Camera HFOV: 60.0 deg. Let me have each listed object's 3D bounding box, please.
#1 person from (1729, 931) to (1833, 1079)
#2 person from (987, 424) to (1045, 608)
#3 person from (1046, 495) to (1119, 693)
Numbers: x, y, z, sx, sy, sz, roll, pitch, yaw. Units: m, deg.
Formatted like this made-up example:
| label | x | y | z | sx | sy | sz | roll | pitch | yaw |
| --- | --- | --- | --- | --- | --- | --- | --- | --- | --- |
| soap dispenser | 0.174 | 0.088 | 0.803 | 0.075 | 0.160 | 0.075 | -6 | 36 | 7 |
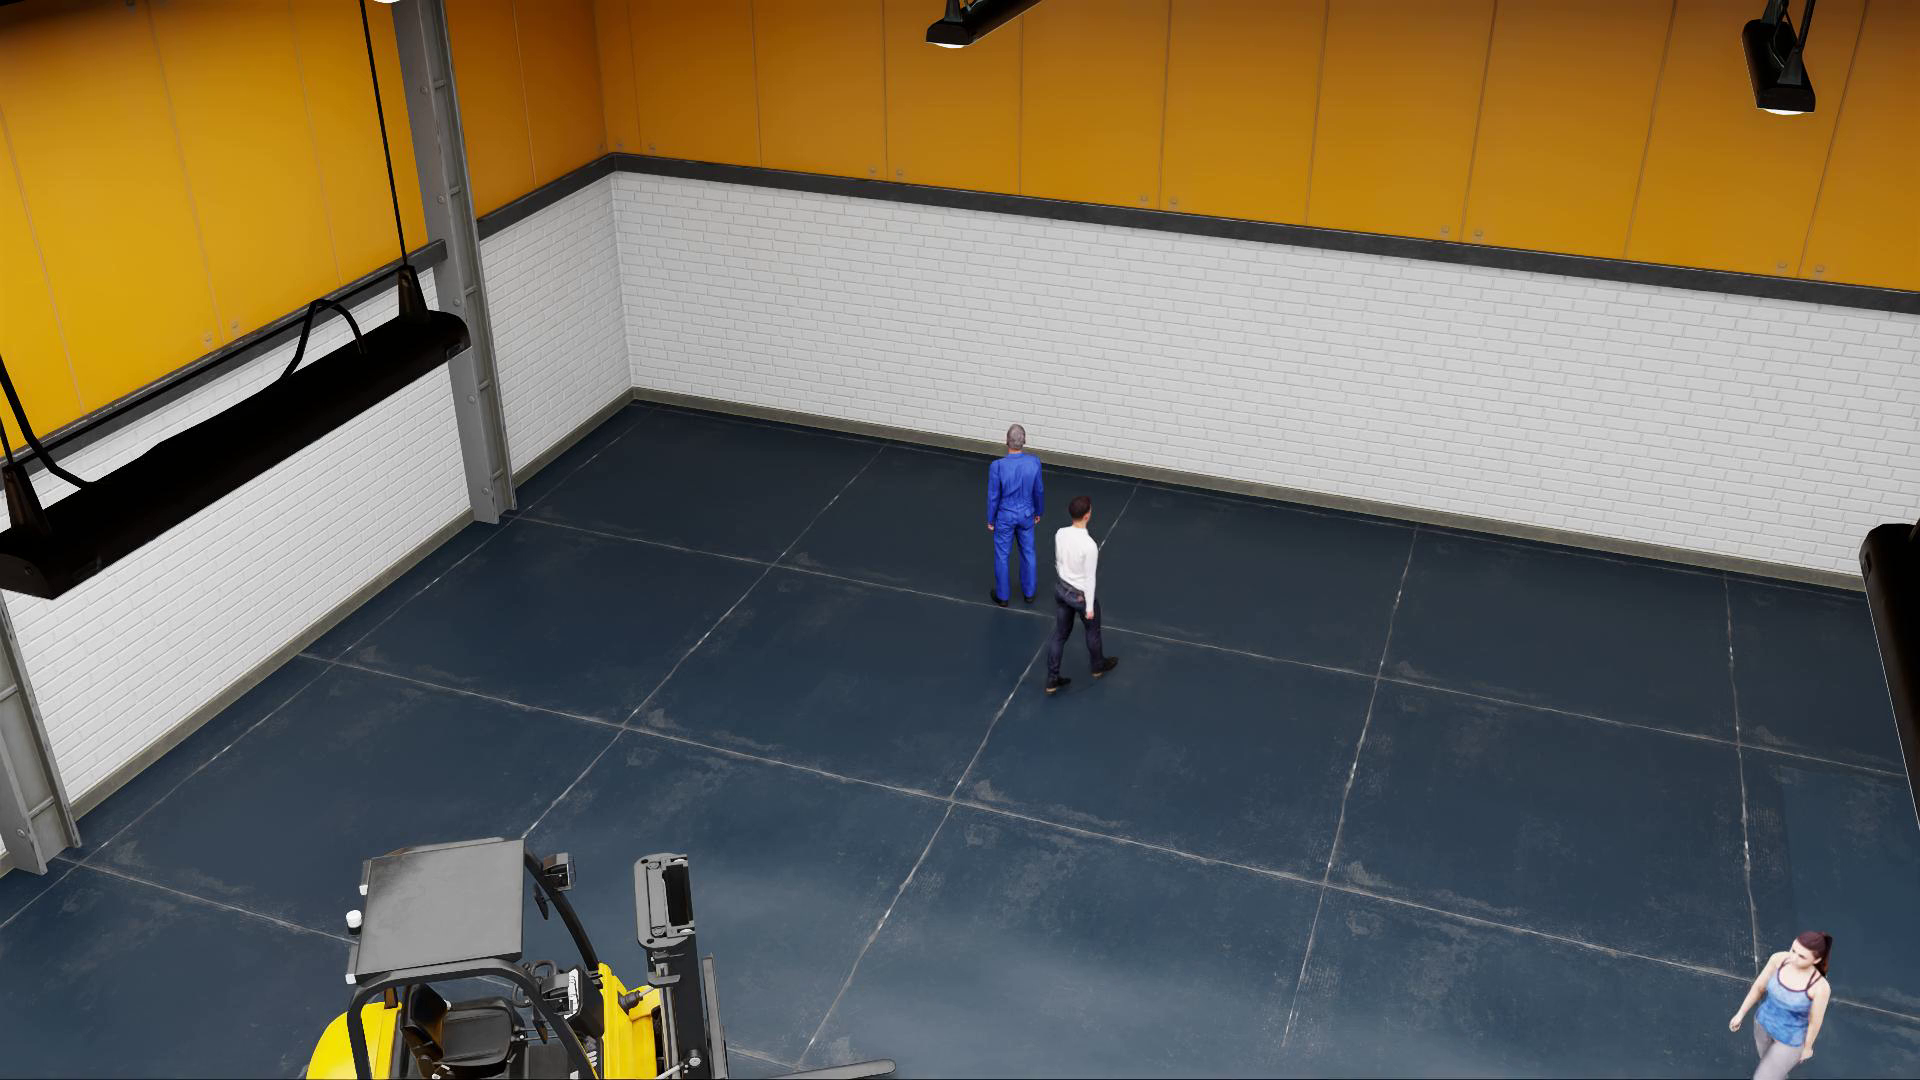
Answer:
| label | x | y | z | sx | sy | sz | roll | pitch | yaw |
| --- | --- | --- | --- | --- | --- | --- | --- | --- | --- |
| person | 5.027 | 2.976 | 10.091 | 1.020 | 1.574 | 1.010 | -10 | 30 | -17 |
| person | 0.516 | -0.230 | 15.705 | 0.794 | 1.827 | 0.796 | -8 | 30 | -14 |
| person | 0.938 | 0.496 | 14.358 | 1.152 | 1.844 | 0.935 | -25 | 37 | -37 |
